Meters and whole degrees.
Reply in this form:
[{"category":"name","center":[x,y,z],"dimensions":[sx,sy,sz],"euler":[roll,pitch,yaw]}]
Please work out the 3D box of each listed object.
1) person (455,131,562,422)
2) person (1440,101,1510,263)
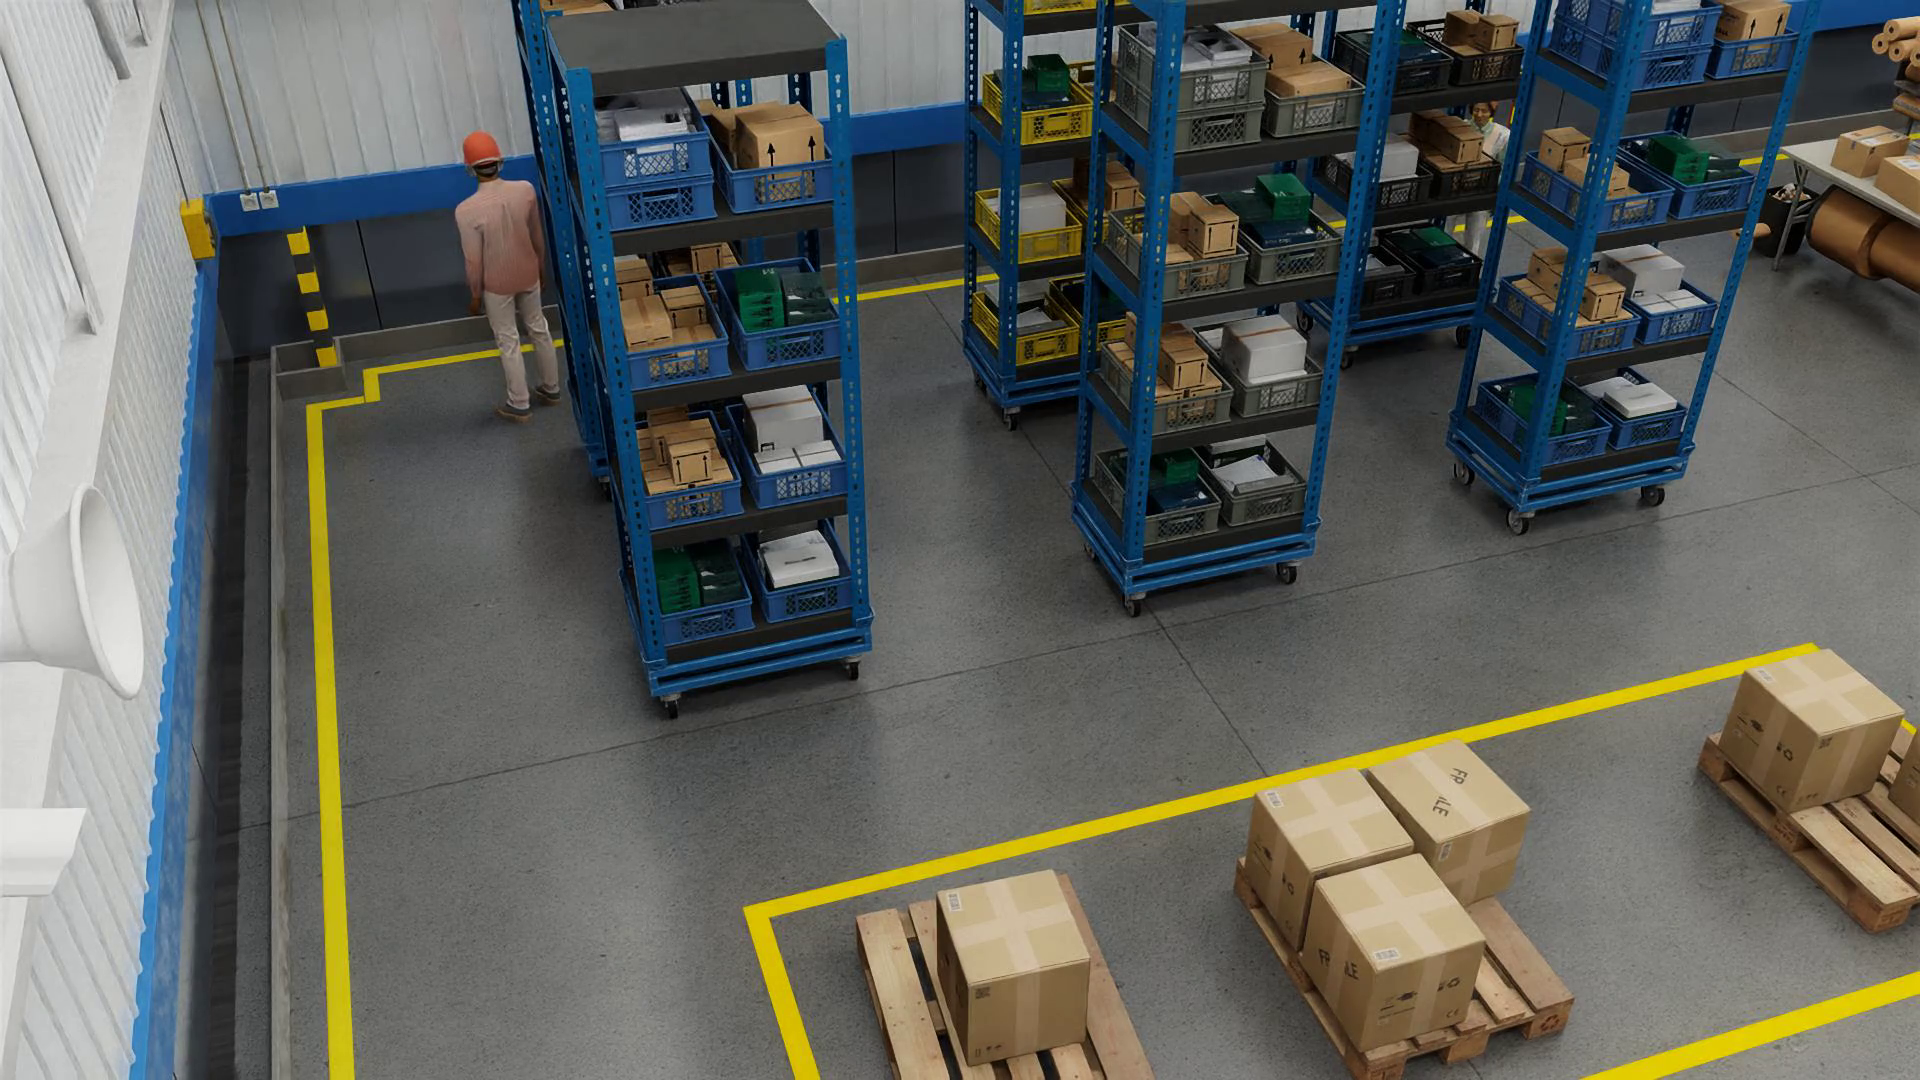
[{"category":"person","center":[-3.004,-1.732,11.006],"dimensions":[0.392,1.991,0.613],"euler":[27,43,33]},{"category":"person","center":[3.817,-2.594,12.528],"dimensions":[0.524,1.639,0.306],"euler":[10,36,14]}]
